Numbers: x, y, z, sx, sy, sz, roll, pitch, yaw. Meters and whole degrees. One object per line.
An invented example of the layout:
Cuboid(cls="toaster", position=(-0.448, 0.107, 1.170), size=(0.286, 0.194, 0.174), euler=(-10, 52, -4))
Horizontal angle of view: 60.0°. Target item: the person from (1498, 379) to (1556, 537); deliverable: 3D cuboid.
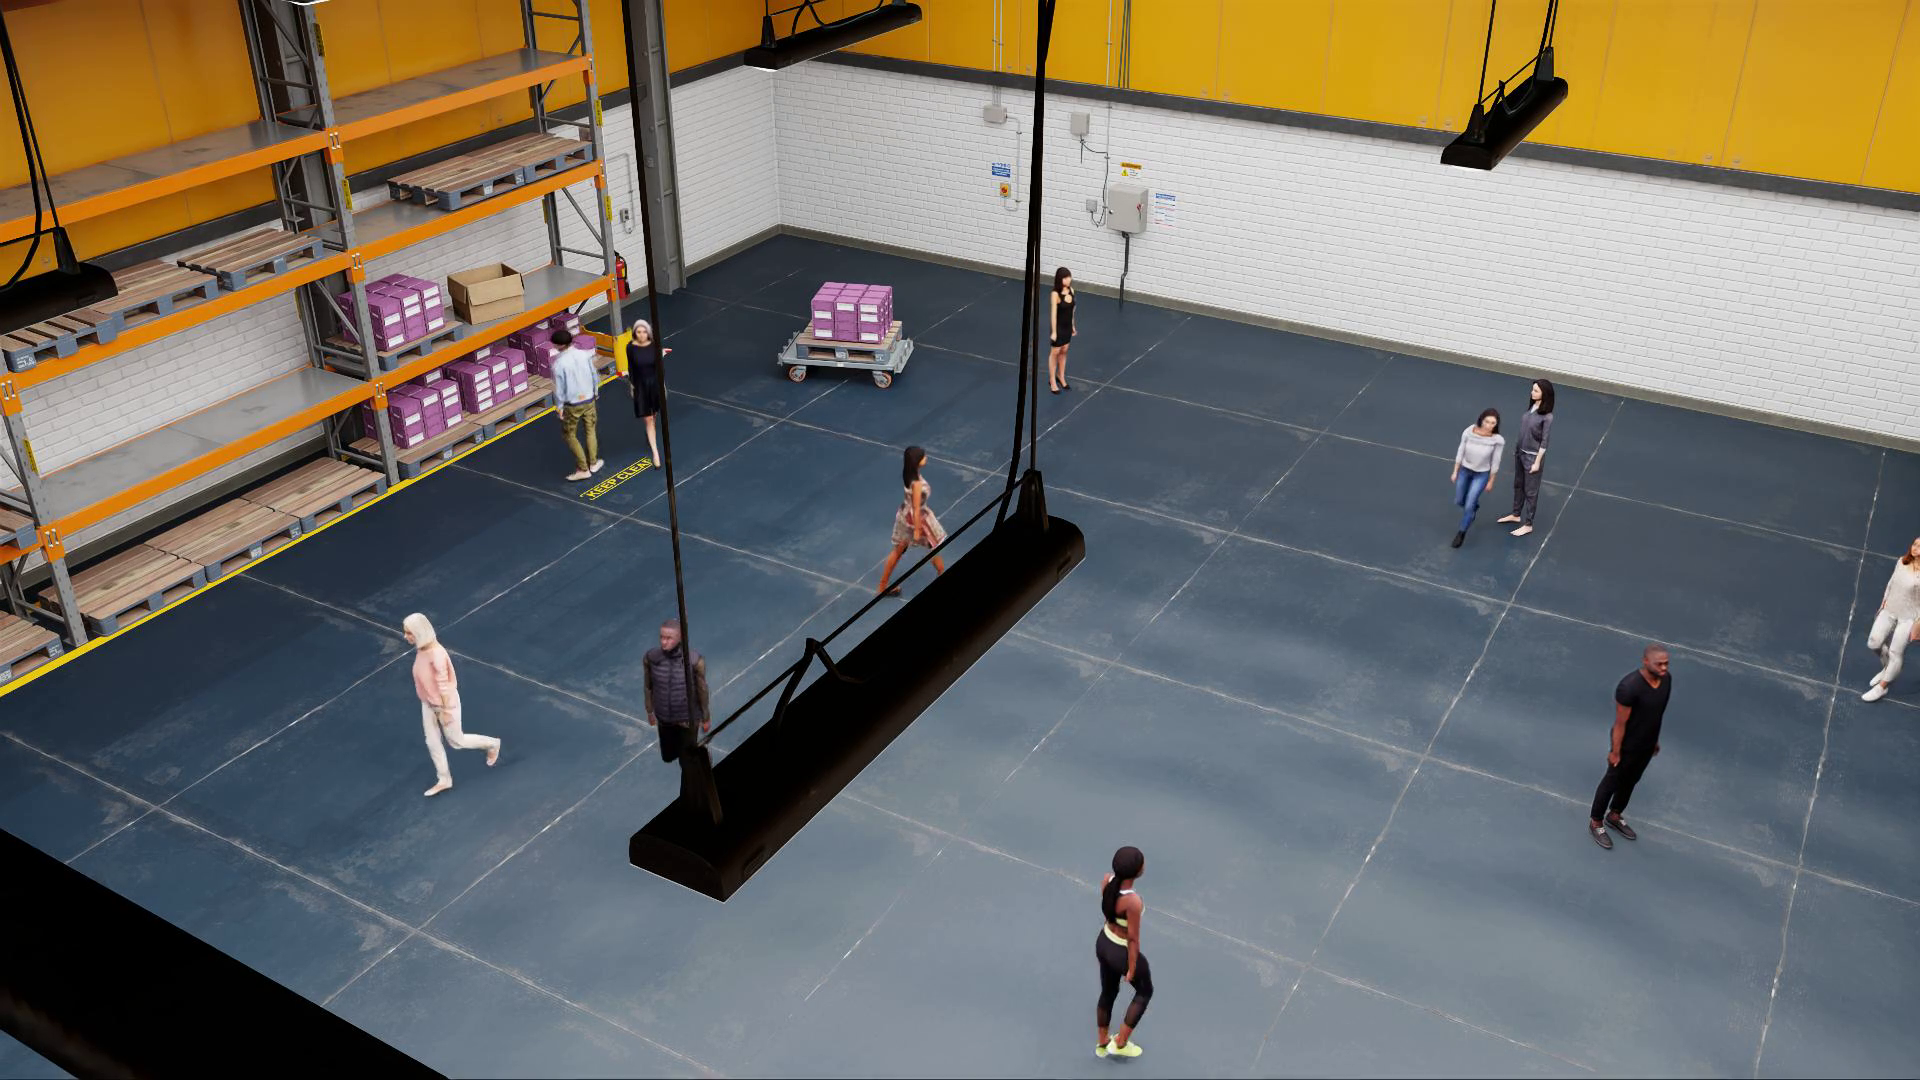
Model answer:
Cuboid(cls="person", position=(6.108, -0.908, 17.775), size=(0.720, 1.765, 0.654), euler=(-6, 29, -11))

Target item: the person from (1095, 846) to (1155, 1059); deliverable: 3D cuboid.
Cuboid(cls="person", position=(0.991, 2.781, 11.033), size=(0.688, 1.743, 0.659), euler=(-20, 34, -32))

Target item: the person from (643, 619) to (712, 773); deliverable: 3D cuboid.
Cuboid(cls="person", position=(-2.248, 1.397, 13.492), size=(0.894, 1.818, 1.115), euler=(6, 29, 11))

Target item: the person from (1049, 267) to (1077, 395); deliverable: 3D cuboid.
Cuboid(cls="person", position=(1.280, -2.684, 21.149), size=(0.668, 1.650, 0.500), euler=(25, 38, 38))

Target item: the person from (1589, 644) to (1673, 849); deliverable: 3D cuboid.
Cuboid(cls="person", position=(5.315, 1.593, 13.133), size=(0.690, 1.818, 0.801), euler=(-13, 31, -22))

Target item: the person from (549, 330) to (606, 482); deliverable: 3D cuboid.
Cuboid(cls="person", position=(-4.334, -1.561, 18.936), size=(0.685, 1.799, 0.900), euler=(-15, 32, -26))

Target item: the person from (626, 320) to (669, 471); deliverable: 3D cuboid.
Cuboid(cls="person", position=(-3.638, -1.754, 19.400), size=(1.094, 1.693, 1.163), euler=(-6, 29, -12))

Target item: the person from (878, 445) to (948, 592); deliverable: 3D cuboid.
Cuboid(cls="person", position=(-0.536, -0.166, 16.589), size=(1.172, 1.597, 1.054), euler=(-10, 30, -17))

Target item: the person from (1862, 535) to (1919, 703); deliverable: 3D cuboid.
Cuboid(cls="person", position=(8.516, 0.676, 14.939), size=(0.839, 1.700, 0.779), euler=(-10, 30, -18))

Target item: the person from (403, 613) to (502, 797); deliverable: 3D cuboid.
Cuboid(cls="person", position=(-4.219, 1.315, 13.763), size=(0.732, 1.703, 1.011), euler=(25, 37, 37))

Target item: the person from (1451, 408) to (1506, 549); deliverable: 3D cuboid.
Cuboid(cls="person", position=(5.449, -0.699, 17.554), size=(0.690, 1.608, 0.851), euler=(20, 34, 32))
